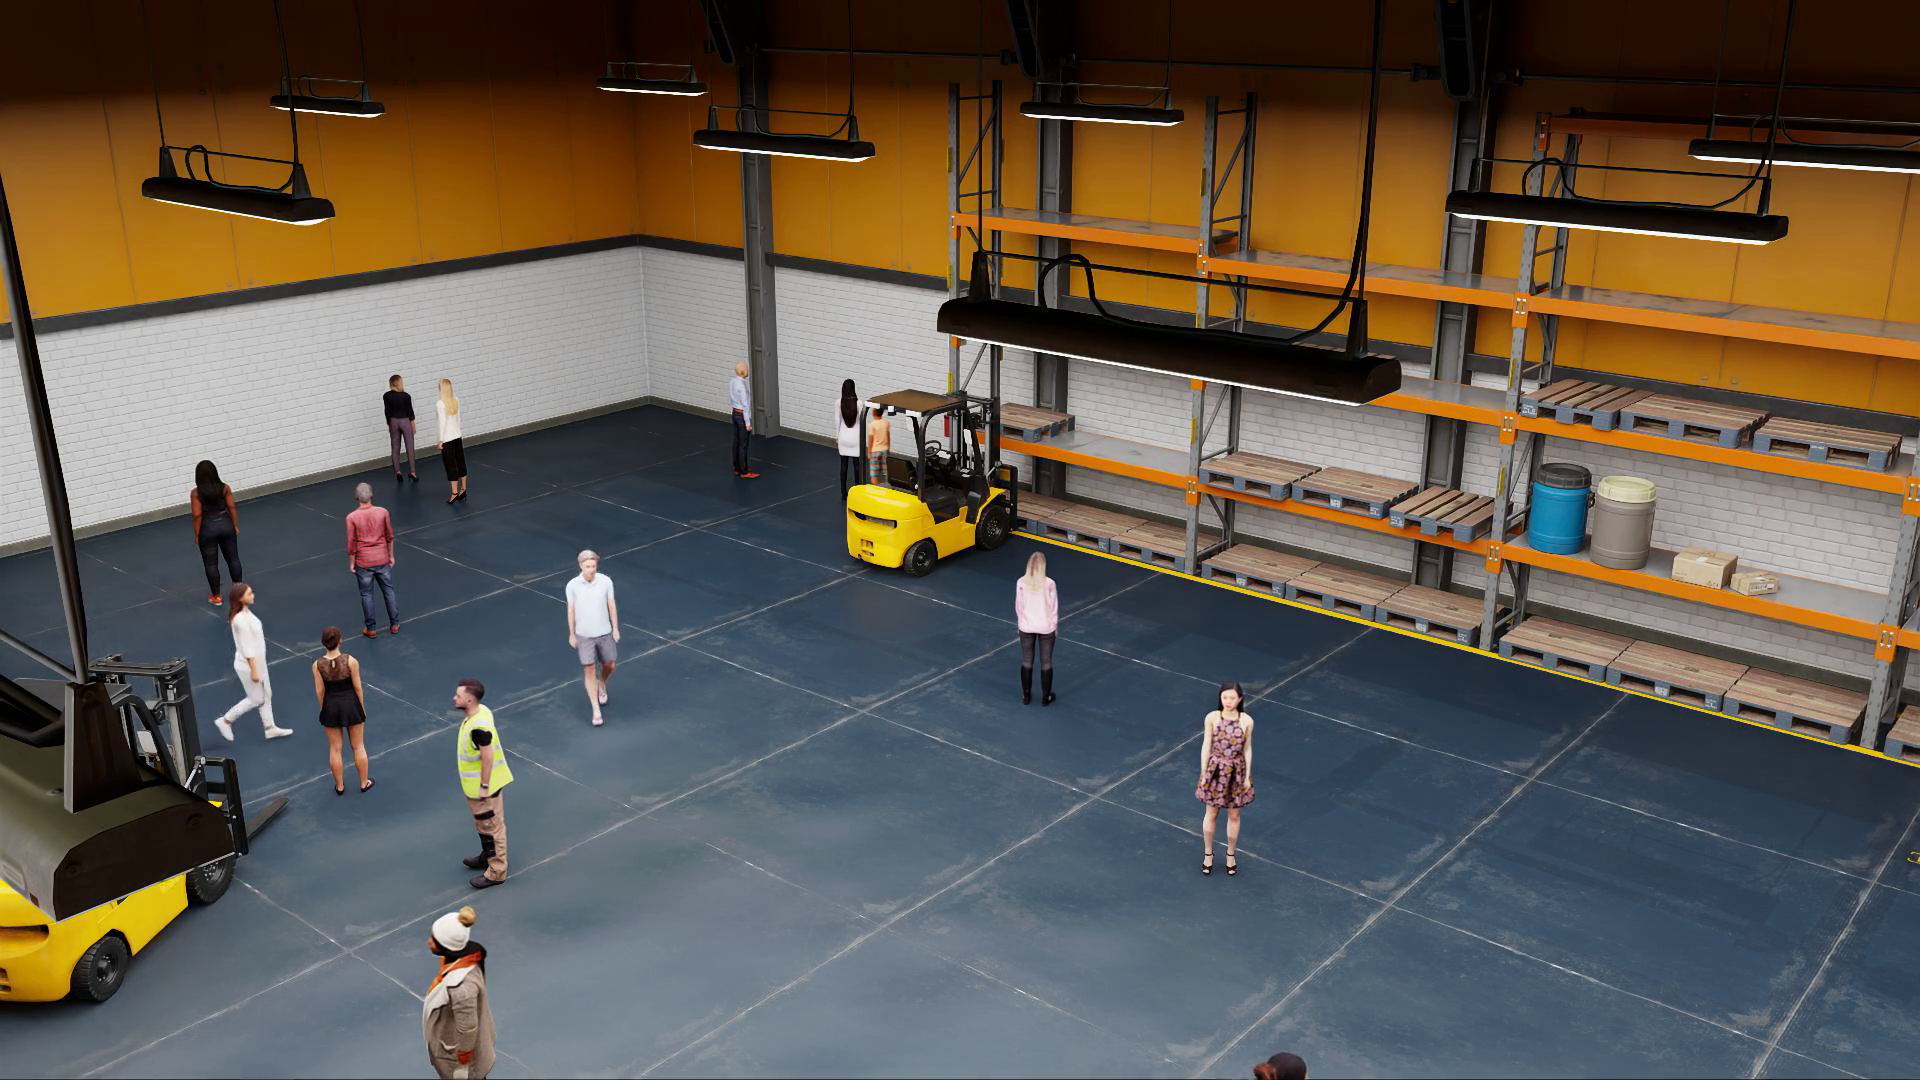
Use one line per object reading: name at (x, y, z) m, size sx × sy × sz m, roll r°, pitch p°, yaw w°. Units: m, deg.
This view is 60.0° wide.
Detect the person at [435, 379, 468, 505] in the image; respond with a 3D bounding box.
person at (-7.426, -1.441, 24.224) m, size 0.629 × 1.858 × 0.686 m, roll 7°, pitch 20°, yaw 21°

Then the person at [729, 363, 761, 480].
person at (-3.348, -1.846, 25.535) m, size 0.770 × 1.789 × 0.605 m, roll -11°, pitch 21°, yaw -29°

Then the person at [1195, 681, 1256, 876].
person at (2.253, 2.018, 14.085) m, size 0.781 × 1.774 × 0.859 m, roll 2°, pitch 19°, yaw 6°

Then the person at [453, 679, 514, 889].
person at (-4.030, 2.012, 13.989) m, size 0.905 × 1.845 × 0.828 m, roll -6°, pitch 20°, yaw -17°

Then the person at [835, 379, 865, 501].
person at (-1.621, -1.477, 24.411) m, size 0.605 × 1.807 × 0.740 m, roll 4°, pitch 19°, yaw 12°

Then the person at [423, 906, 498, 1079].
person at (-3.121, 3.150, 10.540) m, size 0.871 × 1.890 × 0.786 m, roll -5°, pitch 19°, yaw -15°

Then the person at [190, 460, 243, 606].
person at (-9.095, -0.109, 20.334) m, size 0.730 × 1.815 × 0.697 m, roll -13°, pitch 23°, yaw -34°

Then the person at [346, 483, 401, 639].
person at (-6.835, 0.225, 19.322) m, size 0.747 × 1.829 × 0.652 m, roll -12°, pitch 22°, yaw -32°

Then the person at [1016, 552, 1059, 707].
person at (0.806, 0.925, 17.466) m, size 0.622 × 1.688 × 0.739 m, roll 5°, pitch 19°, yaw 14°

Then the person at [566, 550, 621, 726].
person at (-3.787, 0.941, 17.214) m, size 0.957 × 1.818 × 1.091 m, roll -6°, pitch 20°, yaw -18°

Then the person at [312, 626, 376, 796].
person at (-5.779, 1.582, 15.537) m, size 0.680 × 1.674 × 0.725 m, roll -4°, pitch 19°, yaw -12°

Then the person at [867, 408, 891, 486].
person at (-1.185, -1.296, 24.423) m, size 0.573 × 1.457 × 0.563 m, roll -12°, pitch 22°, yaw -31°

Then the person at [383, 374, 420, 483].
person at (-8.501, -1.696, 25.275) m, size 0.659 × 1.671 × 0.748 m, roll 1°, pitch 19°, yaw 3°

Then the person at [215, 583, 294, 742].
person at (-7.122, 1.244, 16.537) m, size 0.958 × 1.676 × 0.970 m, roll -6°, pitch 20°, yaw -17°
